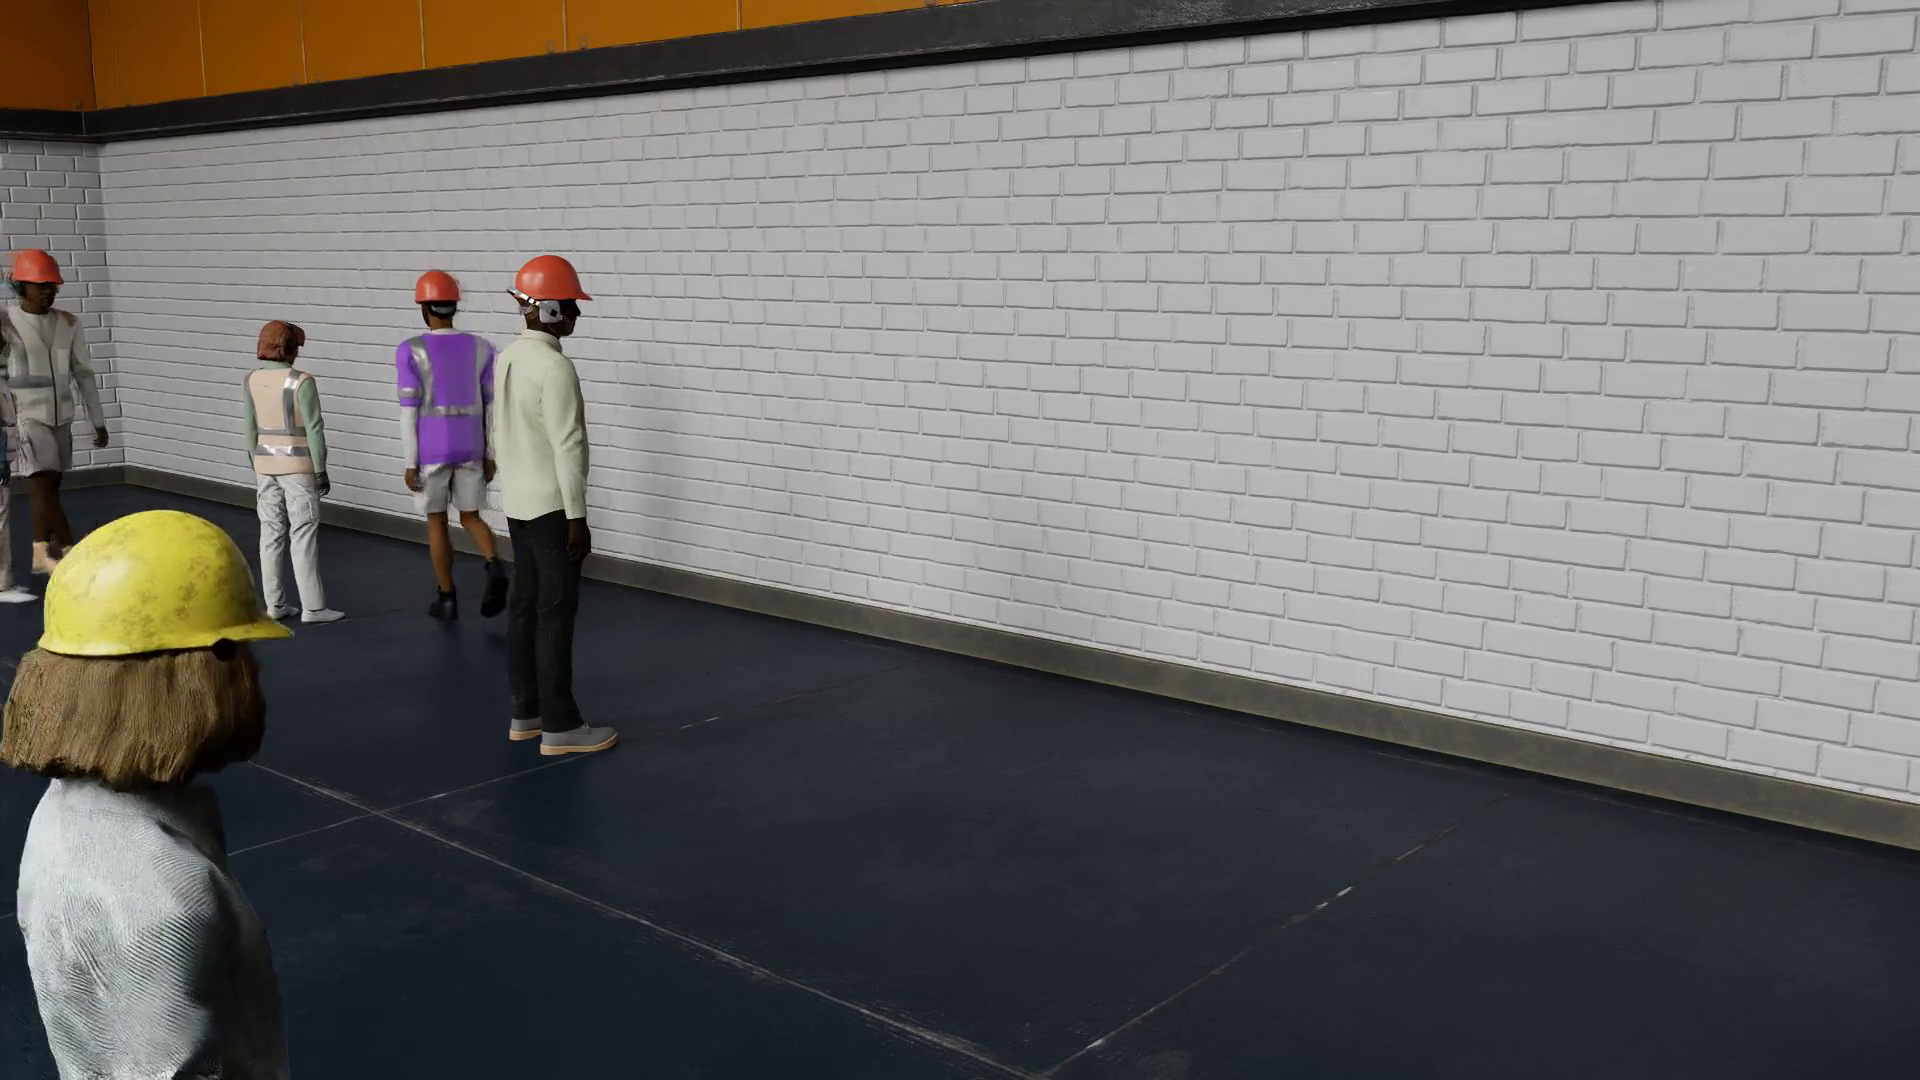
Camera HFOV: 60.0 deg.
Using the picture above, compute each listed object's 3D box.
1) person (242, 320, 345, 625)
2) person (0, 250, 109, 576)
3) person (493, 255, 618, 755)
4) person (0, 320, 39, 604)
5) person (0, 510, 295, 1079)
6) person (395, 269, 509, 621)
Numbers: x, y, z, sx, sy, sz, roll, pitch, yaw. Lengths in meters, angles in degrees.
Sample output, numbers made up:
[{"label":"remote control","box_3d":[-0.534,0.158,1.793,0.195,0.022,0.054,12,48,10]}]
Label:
[{"label":"person","box_3d":[-3.615,-0.357,8.958,0.512,1.639,0.311,4,11,22]},{"label":"person","box_3d":[-5.422,-0.728,10.022,0.954,2.000,0.624,5,11,26]},{"label":"person","box_3d":[-1.650,-0.141,6.716,0.397,1.992,0.621,-8,13,-37]},{"label":"person","box_3d":[-5.529,-0.454,9.506,0.305,1.639,0.522,-7,12,-36]},{"label":"person","box_3d":[-0.889,0.824,1.937,0.354,1.729,0.511,-7,12,-35]},{"label":"person","box_3d":[-2.697,-0.478,8.883,0.541,1.919,0.655,-8,13,-38]}]
